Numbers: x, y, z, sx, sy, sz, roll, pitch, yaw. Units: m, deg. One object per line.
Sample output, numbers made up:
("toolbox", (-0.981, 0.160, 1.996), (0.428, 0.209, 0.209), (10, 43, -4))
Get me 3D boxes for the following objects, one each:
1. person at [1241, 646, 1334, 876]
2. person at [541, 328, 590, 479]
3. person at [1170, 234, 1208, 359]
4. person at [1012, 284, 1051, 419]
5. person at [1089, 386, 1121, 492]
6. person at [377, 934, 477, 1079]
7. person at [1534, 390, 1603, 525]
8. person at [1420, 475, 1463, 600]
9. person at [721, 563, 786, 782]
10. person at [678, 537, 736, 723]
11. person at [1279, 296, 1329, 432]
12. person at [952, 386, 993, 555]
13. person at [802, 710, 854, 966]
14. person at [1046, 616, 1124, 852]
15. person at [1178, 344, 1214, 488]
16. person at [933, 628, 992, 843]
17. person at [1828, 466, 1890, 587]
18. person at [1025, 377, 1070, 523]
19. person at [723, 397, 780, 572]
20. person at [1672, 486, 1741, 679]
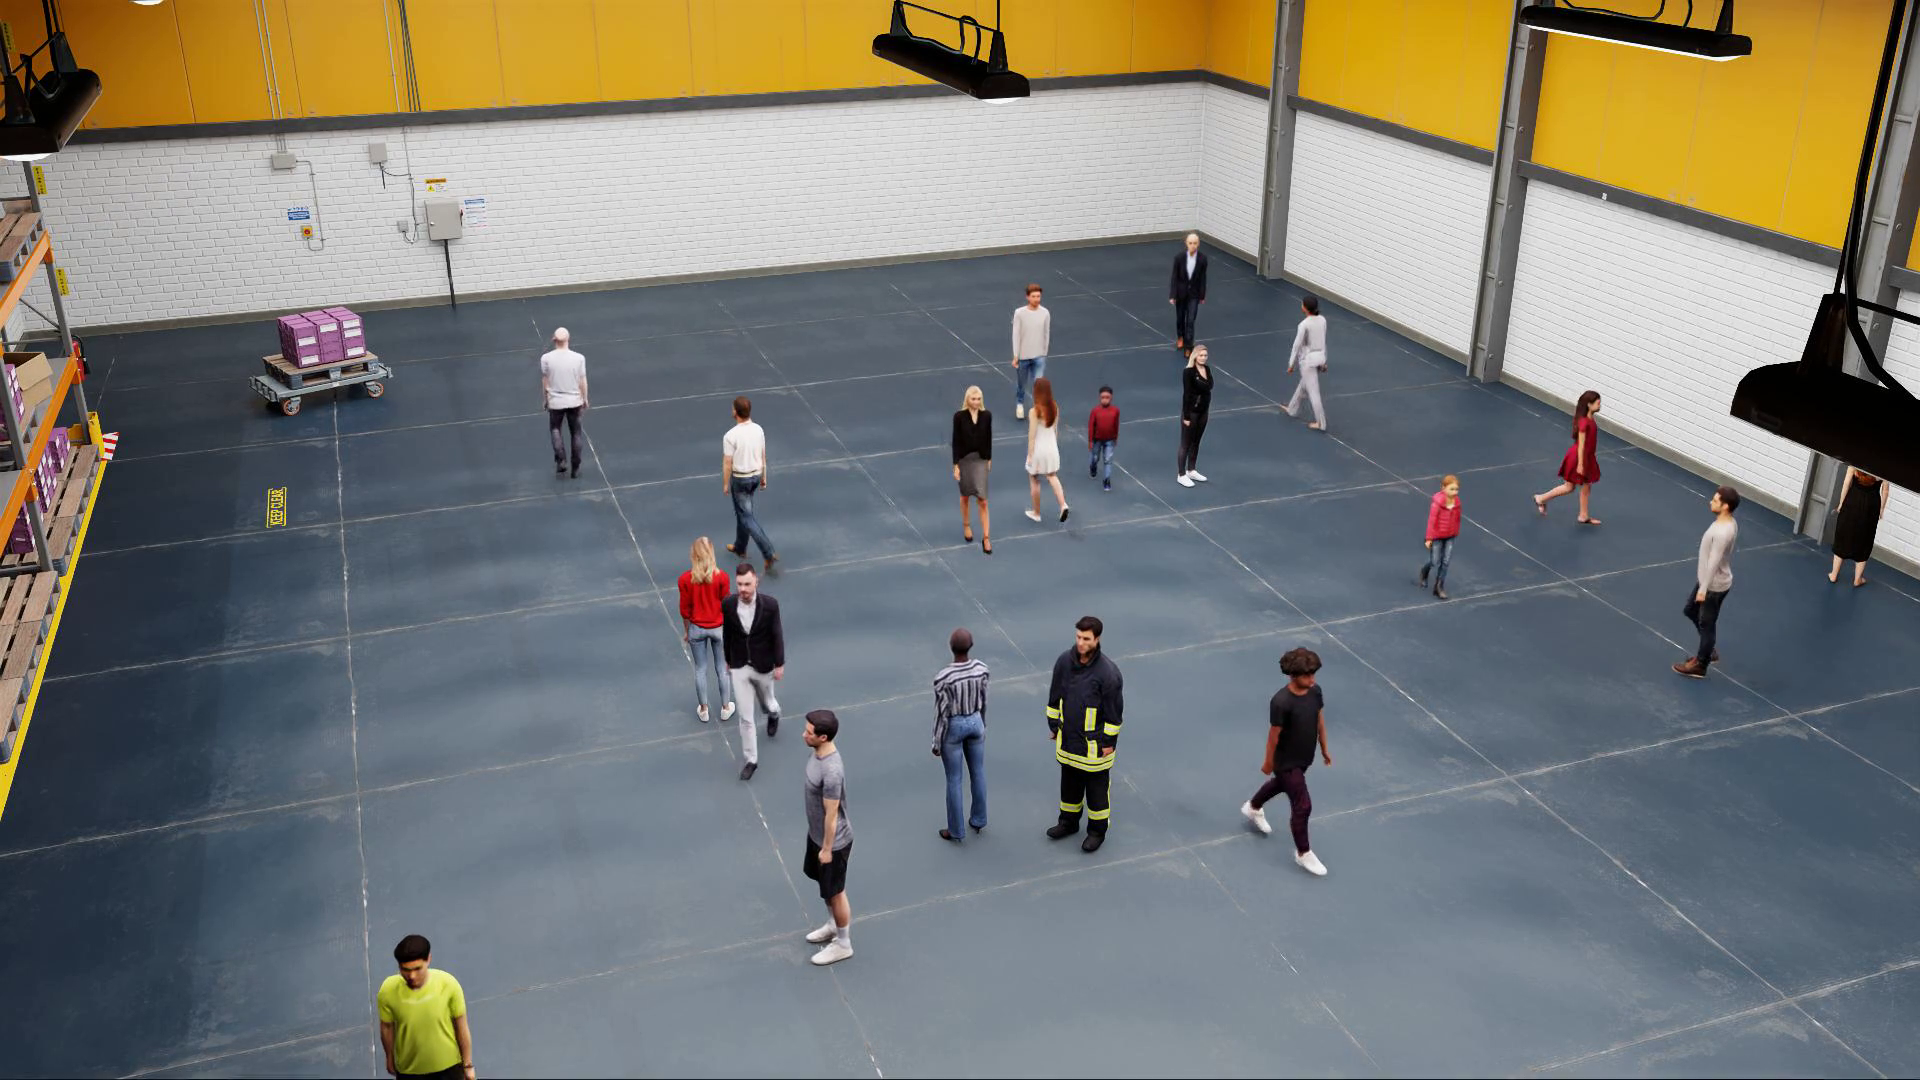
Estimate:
("person", (2.436, 1.563, 12.474), (0.940, 1.750, 1.211), (-22, 32, -40))
("person", (-4.646, -1.576, 19.562), (0.727, 1.823, 0.704), (-5, 24, -12))
("person", (3.300, -3.578, 24.218), (1.072, 1.762, 1.319), (3, 24, 8))
("person", (0.866, -2.364, 21.321), (0.873, 1.858, 1.288), (-2, 24, -5))
("person", (1.678, -1.217, 19.471), (0.638, 1.239, 0.807), (-1, 24, -1))
("person", (-3.041, 2.894, 9.504), (0.634, 1.689, 0.727), (-8, 25, -17))
("person", (6.793, -0.908, 18.395), (1.021, 1.535, 0.909), (13, 27, 27))
("person", (4.819, -0.056, 16.729), (0.552, 1.307, 0.661), (-5, 24, -12))
("person", (-1.673, 1.004, 13.671), (0.985, 1.815, 1.217), (2, 24, 6))
("person", (-2.172, 0.774, 14.333), (0.664, 1.706, 0.597), (-2, 24, -5))
("person", (4.551, -2.224, 21.213), (0.878, 1.688, 1.165), (-18, 29, -35))
("person", (0.086, -0.792, 17.782), (0.707, 1.813, 1.011), (-5, 24, -11))
("person", (-0.880, 1.997, 11.339), (0.721, 1.863, 0.492), (-8, 25, -17))
("person", (0.949, 1.431, 12.555), (0.836, 1.926, 0.950), (16, 28, 33))
("person", (2.743, -1.481, 19.517), (0.680, 1.686, 0.667), (-21, 31, -39))
("person", (0.020, 1.478, 12.610), (0.660, 1.796, 0.591), (-14, 27, -28))
("person", (9.166, -0.319, 16.935), (0.664, 1.624, 0.737), (14, 27, 29))
("person", (0.973, -0.946, 18.281), (0.661, 1.695, 0.943), (-13, 27, -28))
("person", (-2.170, -0.558, 17.234), (1.278, 1.823, 1.018), (21, 31, 40))
("person", (6.867, 0.414, 14.967), (0.829, 1.857, 0.755), (8, 25, 19))
